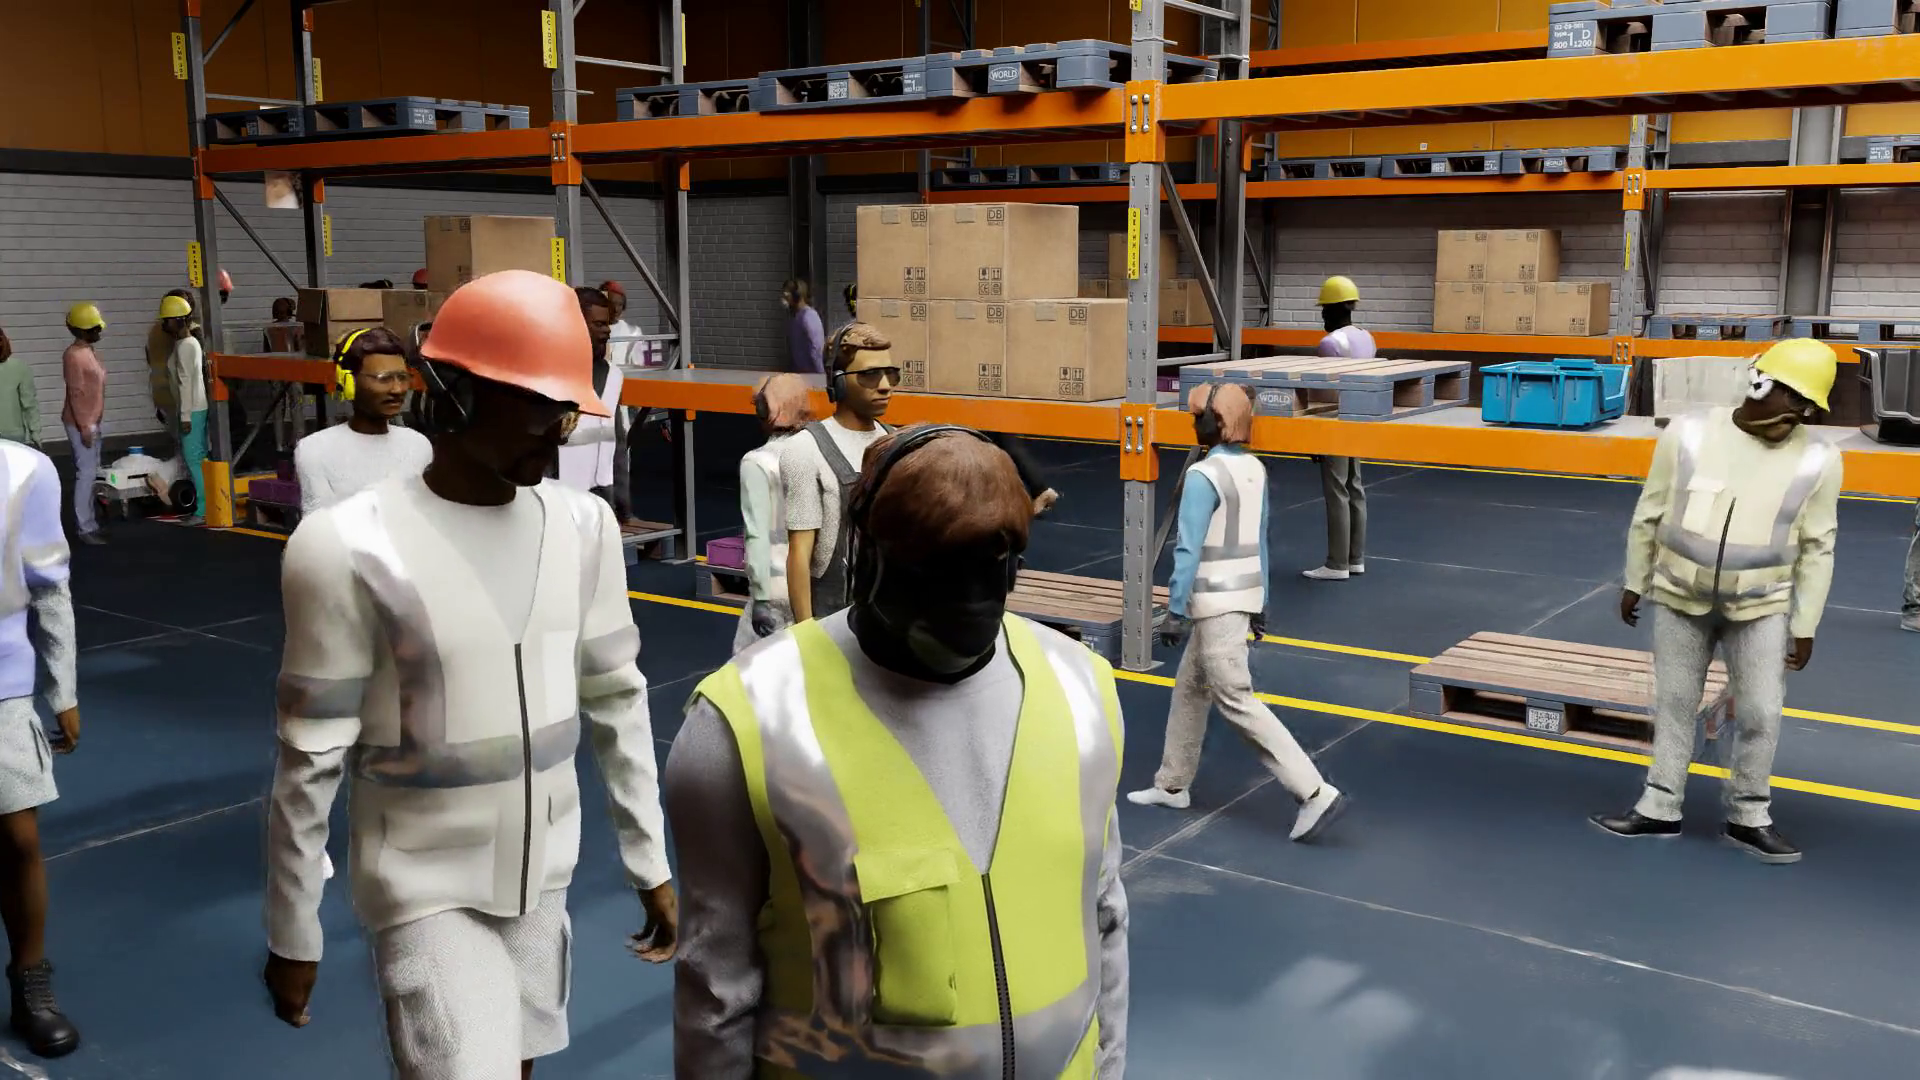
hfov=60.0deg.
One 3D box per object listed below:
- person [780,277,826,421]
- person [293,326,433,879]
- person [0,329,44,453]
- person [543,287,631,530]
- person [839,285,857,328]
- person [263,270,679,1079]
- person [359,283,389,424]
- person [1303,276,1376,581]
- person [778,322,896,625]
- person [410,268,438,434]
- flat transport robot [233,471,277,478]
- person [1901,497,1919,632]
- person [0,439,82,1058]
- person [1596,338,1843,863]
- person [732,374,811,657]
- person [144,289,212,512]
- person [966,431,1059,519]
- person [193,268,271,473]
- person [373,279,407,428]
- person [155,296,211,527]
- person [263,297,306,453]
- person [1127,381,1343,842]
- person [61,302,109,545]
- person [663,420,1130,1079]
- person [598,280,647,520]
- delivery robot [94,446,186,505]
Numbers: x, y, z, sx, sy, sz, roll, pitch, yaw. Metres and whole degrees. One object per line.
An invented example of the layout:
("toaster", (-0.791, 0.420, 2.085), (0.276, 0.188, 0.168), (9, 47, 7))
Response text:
("person", (-1.355, -1.406, 14.908), (1.038, 1.879, 0.643), (-2, 10, -12))
("person", (-1.878, 0.247, 5.212), (0.920, 1.837, 0.521), (8, 12, 38))
("person", (-6.548, -0.674, 11.369), (0.507, 1.595, 0.834), (-8, 12, -39))
("person", (-1.740, -0.212, 7.698), (0.447, 1.903, 0.613), (5, 11, 25))
("person", (-0.772, -1.245, 14.098), (0.537, 1.824, 0.820), (-6, 11, -33))
("person", (-0.763, 0.568, 2.759), (0.691, 2.006, 0.644), (7, 12, 37))
("person", (-6.319, -1.860, 17.880), (0.635, 1.795, 0.973), (-1, 10, -8))
("person", (2.396, -0.702, 10.564), (0.386, 1.922, 0.594), (8, 12, 39))
("person", (-0.301, 0.280, 4.957), (0.346, 1.846, 0.506), (8, 12, 38))
("person", (-5.994, -2.072, 18.688), (0.552, 1.935, 0.374), (6, 11, 33))
("flat transport robot", (-5.734, -0.458, 14.029), (1.431, 0.197, 0.652), (-8, 12, -39))
("person", (5.395, -0.357, 9.050), (0.493, 1.743, 0.313), (-9, 13, -43))
("person", (-2.473, 0.384, 4.120), (0.561, 1.915, 0.434), (-8, 12, -39))
("person", (2.541, 0.207, 5.615), (0.701, 1.782, 0.406), (6, 11, 30))
("person", (-0.702, 0.188, 6.194), (0.824, 1.596, 0.535), (6, 11, 33))
("person", (-6.287, -1.093, 13.266), (0.656, 1.806, 0.651), (5, 11, 29))
("person", (0.272, -1.150, 12.885), (0.963, 2.000, 0.676), (3, 10, 18))
("person", (-6.666, -1.491, 15.144), (0.851, 1.951, 0.706), (-4, 11, -25))
("person", (-5.906, -1.776, 17.259), (0.522, 1.821, 0.947), (8, 12, 39))
("person", (-5.914, -0.977, 12.714), (0.338, 1.760, 0.528), (-3, 10, -18))
("person", (-7.083, -1.725, 17.511), (0.515, 1.639, 0.314), (3, 10, 17))
("person", (0.988, 0.245, 5.888), (0.817, 1.606, 0.519), (6, 11, 30))
("person", (-6.229, -0.832, 11.924), (0.379, 1.728, 0.687), (-2, 10, -13))
("person", (-0.040, 0.768, 2.077), (0.621, 1.838, 0.429), (-5, 11, -27))
("person", (-2.674, -1.030, 12.661), (0.609, 1.872, 0.432), (-6, 11, -32))
("delivery robot", (-6.499, -0.498, 13.142), (0.477, 0.478, 0.707), (5, 11, 26))
